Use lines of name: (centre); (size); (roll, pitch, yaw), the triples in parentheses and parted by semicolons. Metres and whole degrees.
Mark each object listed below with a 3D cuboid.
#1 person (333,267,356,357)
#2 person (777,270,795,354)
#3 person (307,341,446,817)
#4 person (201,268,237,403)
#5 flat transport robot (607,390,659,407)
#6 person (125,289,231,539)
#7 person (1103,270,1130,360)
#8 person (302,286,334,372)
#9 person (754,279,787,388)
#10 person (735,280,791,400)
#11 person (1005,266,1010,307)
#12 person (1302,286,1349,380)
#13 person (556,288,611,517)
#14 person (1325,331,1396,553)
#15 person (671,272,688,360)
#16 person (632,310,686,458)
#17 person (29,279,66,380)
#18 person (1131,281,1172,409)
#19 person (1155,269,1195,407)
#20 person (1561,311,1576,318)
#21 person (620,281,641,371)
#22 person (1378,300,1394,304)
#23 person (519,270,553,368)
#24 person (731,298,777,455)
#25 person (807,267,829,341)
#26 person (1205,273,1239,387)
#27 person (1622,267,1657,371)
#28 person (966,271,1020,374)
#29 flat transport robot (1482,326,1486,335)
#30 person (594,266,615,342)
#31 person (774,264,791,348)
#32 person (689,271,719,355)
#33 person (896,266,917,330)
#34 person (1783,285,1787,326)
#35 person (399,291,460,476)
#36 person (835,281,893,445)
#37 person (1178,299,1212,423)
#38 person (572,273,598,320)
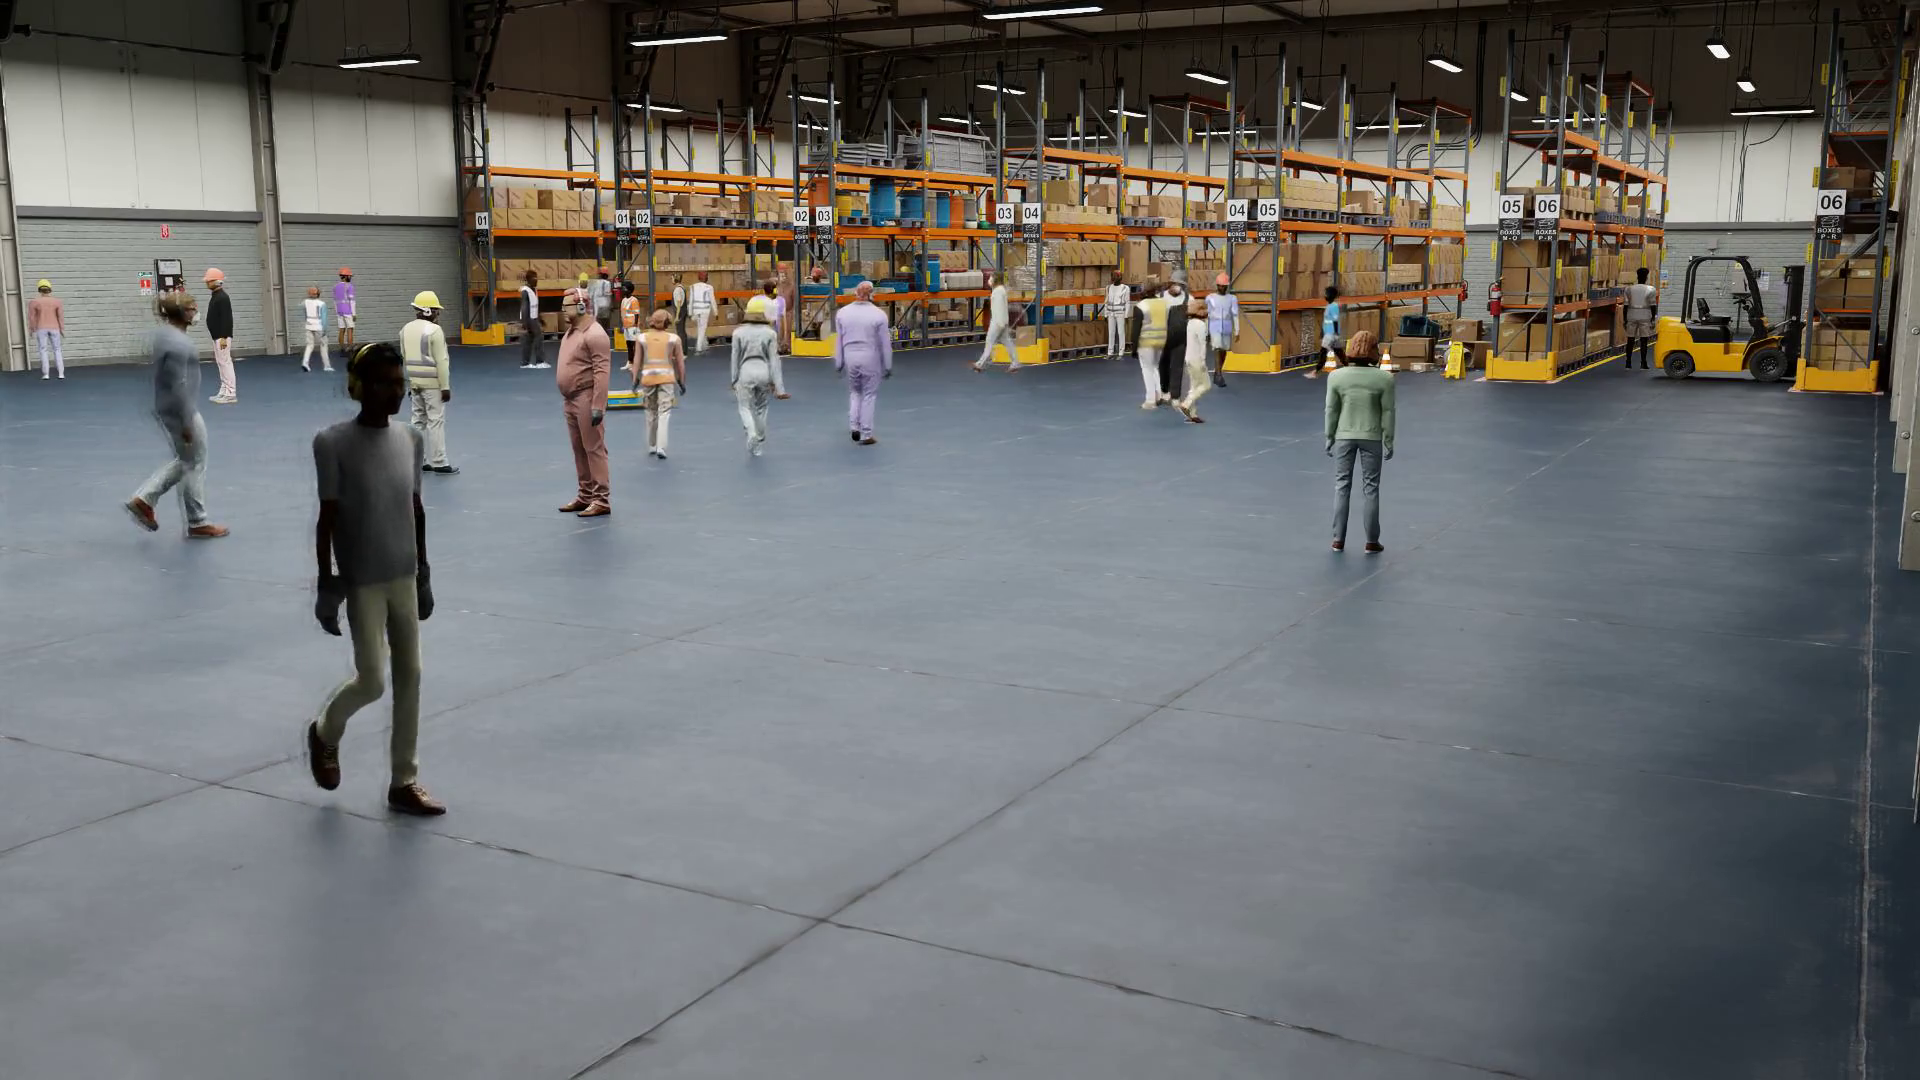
person: (-13.217, -4.897, 35.822); (0.547, 1.934, 0.376); (5, 11, 25)
person: (-3.889, -5.051, 36.906); (0.680, 1.859, 0.854); (-3, 10, -16)
person: (-2.301, 0.152, 6.491); (0.578, 1.850, 0.530); (6, 12, 33)
person: (-11.022, -3.036, 24.752); (0.388, 1.992, 0.622); (-7, 12, -35)
flat transport robot: (-4.896, -2.018, 23.829); (1.431, 0.197, 0.652); (-5, 11, -25)
person: (-6.017, -0.947, 12.711); (0.607, 1.926, 0.639); (-6, 12, -33)
person: (3.271, -4.696, 34.794); (0.573, 1.883, 0.354); (7, 12, 34)
person: (-12.174, -3.977, 31.386); (0.533, 1.644, 0.556); (2, 10, 12)
person: (-3.125, -3.393, 27.426); (0.581, 1.788, 0.917); (-4, 10, -22)
person: (-2.955, -2.989, 25.025); (0.582, 1.820, 0.918); (9, 13, 42)
person: (1.265, -7.210, 49.126); (0.611, 2.022, 0.800); (0, 10, 0)
person: (6.537, -3.638, 29.288); (0.889, 1.651, 0.532); (1, 10, 8)
person: (-3.179, -1.149, 13.960); (0.403, 1.906, 0.651); (-7, 12, -36)
person: (2.936, -0.717, 12.229); (0.507, 1.632, 0.274); (4, 10, 21)
person: (-5.890, -4.694, 34.893); (0.346, 1.845, 0.505); (0, 10, 3)
person: (-3.272, -1.694, 18.025); (0.567, 1.601, 0.762); (0, 10, -1)
person: (-16.096, -3.706, 29.343); (0.533, 1.766, 0.328); (-7, 12, -35)
person: (2.697, -2.769, 23.681); (0.646, 1.825, 0.450); (-6, 11, -31)
person: (3.108, -3.005, 24.433); (0.686, 2.000, 0.974); (1, 10, 8)
person: (16.857, -6.566, 46.010); (0.633, 1.802, 0.685); (-7, 12, -35)
person: (-6.252, -4.049, 31.547); (0.322, 1.697, 0.534); (-7, 12, -37)
person: (12.440, -7.072, 48.447); (0.623, 1.971, 0.686); (-5, 11, -27)
person: (-8.175, -4.256, 32.194); (0.785, 1.896, 0.597); (0, 10, -1)
person: (-2.220, -1.759, 18.039); (0.505, 1.724, 0.539); (-2, 10, -12)
person: (-3.324, -5.442, 39.052); (0.557, 1.919, 0.597); (3, 10, 17)
person: (4.388, -3.539, 27.981); (0.558, 1.902, 0.948); (-1, 10, -3)
person: (12.946, -4.208, 31.693); (0.614, 1.964, 0.361); (7, 12, 34)
person: (0.636, -4.005, 30.732); (1.042, 1.879, 0.645); (1, 10, 7)
flat transport robot: (14.196, -5.805, 46.002); (0.652, 0.197, 1.431); (3, 10, 19)
person: (-8.938, -5.941, 41.982); (0.565, 1.915, 0.527); (8, 13, 39)
person: (-4.153, -5.528, 39.353); (0.784, 1.990, 0.608); (-7, 12, -37)
person: (-5.622, -5.012, 36.750); (0.601, 1.841, 0.936); (5, 11, 25)
person: (-1.402, -6.140, 43.159); (0.607, 1.908, 0.435); (5, 11, 25)
person: (21.319, -6.052, 42.615); (0.614, 1.923, 0.405); (-8, 13, -40)
person: (-5.286, -1.553, 16.557); (0.589, 1.827, 0.404); (6, 12, 33)
person: (-1.088, -2.047, 19.262); (0.679, 1.888, 0.501); (4, 10, 20)
person: (3.071, -2.310, 21.577); (0.374, 1.618, 0.526); (-2, 10, -11)
person: (-8.363, -5.013, 36.935); (0.614, 1.790, 0.897); (-2, 10, -9)
